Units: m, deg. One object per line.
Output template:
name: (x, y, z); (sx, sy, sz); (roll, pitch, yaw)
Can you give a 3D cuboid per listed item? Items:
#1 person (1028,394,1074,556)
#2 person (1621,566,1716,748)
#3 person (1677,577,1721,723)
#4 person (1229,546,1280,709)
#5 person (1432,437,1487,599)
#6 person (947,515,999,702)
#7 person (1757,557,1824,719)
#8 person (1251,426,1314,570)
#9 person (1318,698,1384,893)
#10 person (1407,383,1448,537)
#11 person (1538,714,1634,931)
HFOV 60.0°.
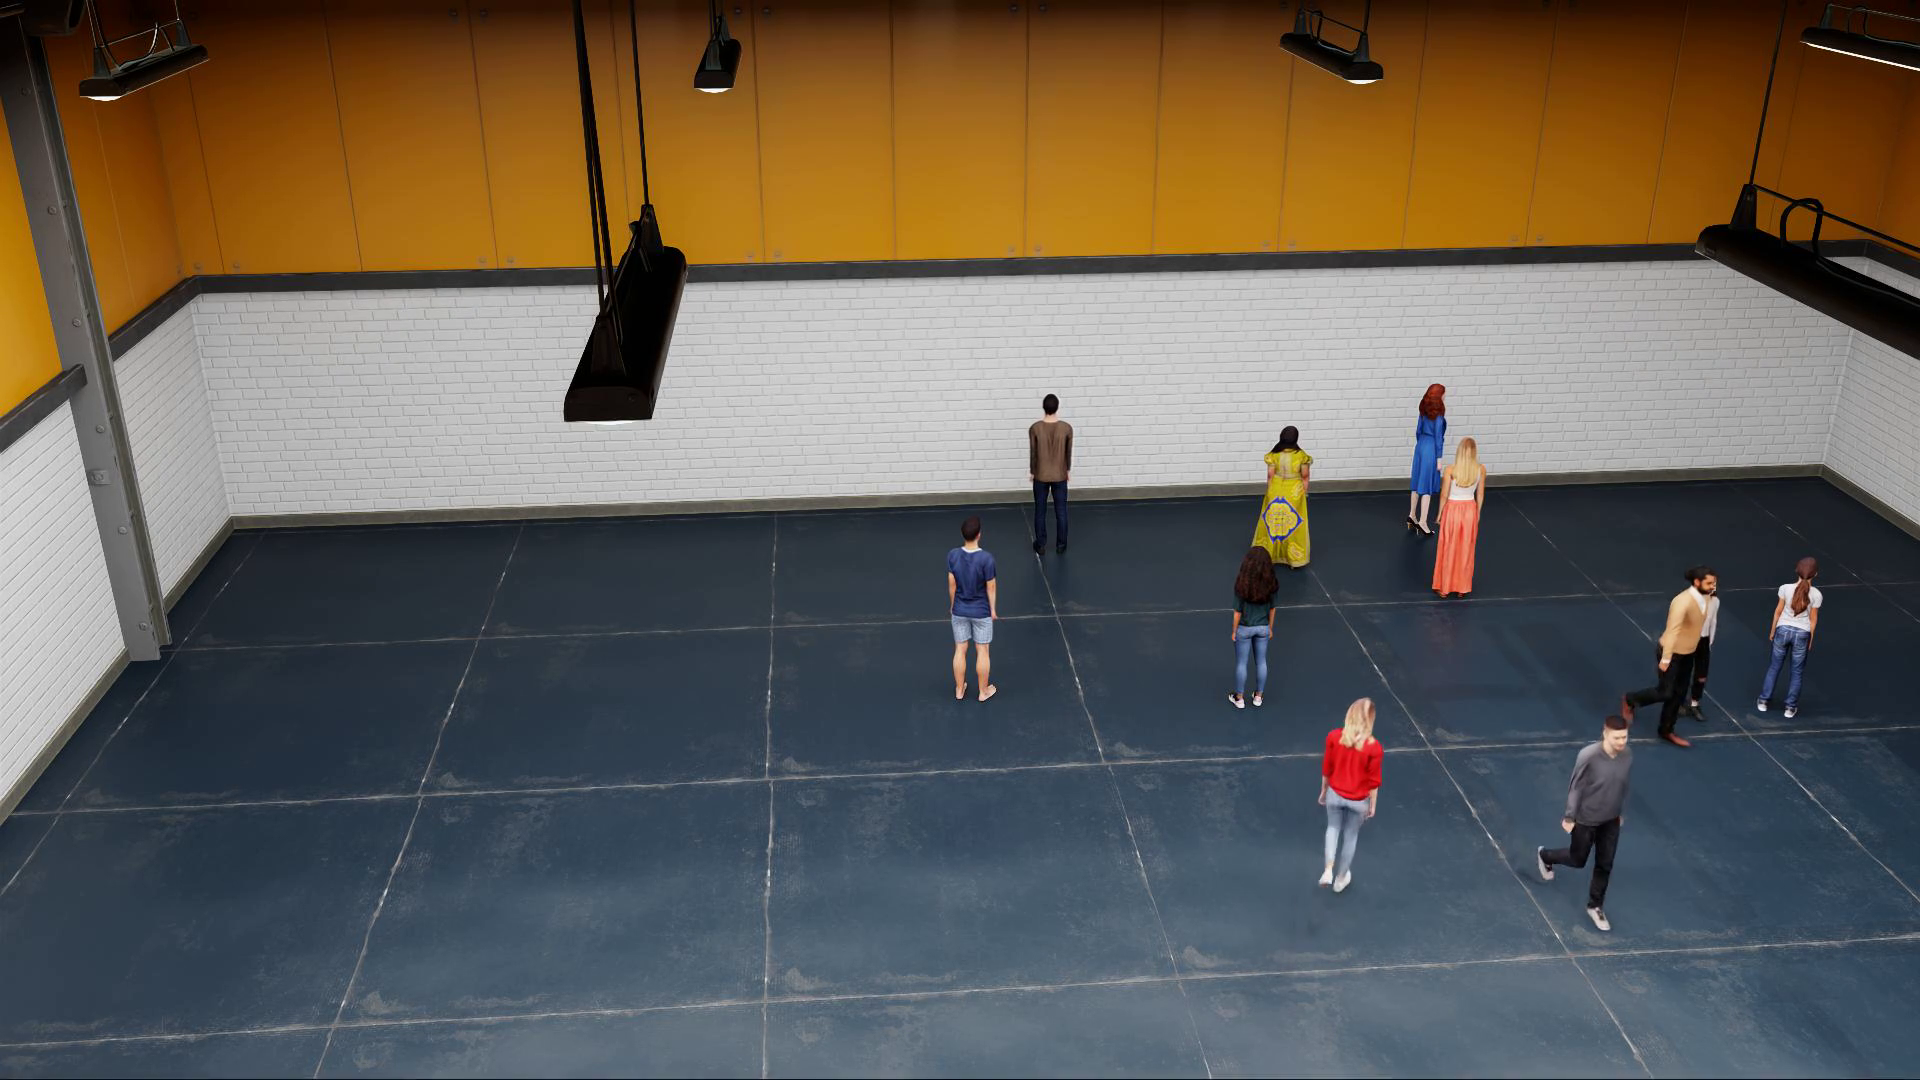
person: (1.017, -0.740, 18.748); (0.658, 1.888, 0.585); (-1, 24, -1)
person: (6.390, 0.997, 14.969); (0.953, 1.731, 1.055); (-18, 29, -35)
person: (6.771, 0.929, 15.447); (0.569, 1.474, 0.616); (-2, 24, -3)
person: (2.736, 0.807, 15.546); (0.598, 1.617, 0.591); (-3, 24, -7)
person: (5.320, -0.242, 17.715); (0.643, 1.803, 0.606); (1, 24, 2)
person: (0.114, 0.648, 15.620); (0.689, 1.850, 0.675); (6, 24, 14)
person: (7.734, 0.882, 15.445); (0.617, 1.561, 0.667); (16, 28, 32)
person: (3.617, -0.483, 18.444); (0.972, 1.660, 0.949); (7, 25, 16)
person: (2.941, 2.009, 12.711); (0.791, 1.686, 0.851); (12, 26, 25)
person: (5.419, -0.941, 19.282); (0.721, 1.828, 0.570); (-7, 25, -15)
person: (4.749, 2.042, 12.569); (0.744, 1.738, 1.031); (-7, 25, -16)
